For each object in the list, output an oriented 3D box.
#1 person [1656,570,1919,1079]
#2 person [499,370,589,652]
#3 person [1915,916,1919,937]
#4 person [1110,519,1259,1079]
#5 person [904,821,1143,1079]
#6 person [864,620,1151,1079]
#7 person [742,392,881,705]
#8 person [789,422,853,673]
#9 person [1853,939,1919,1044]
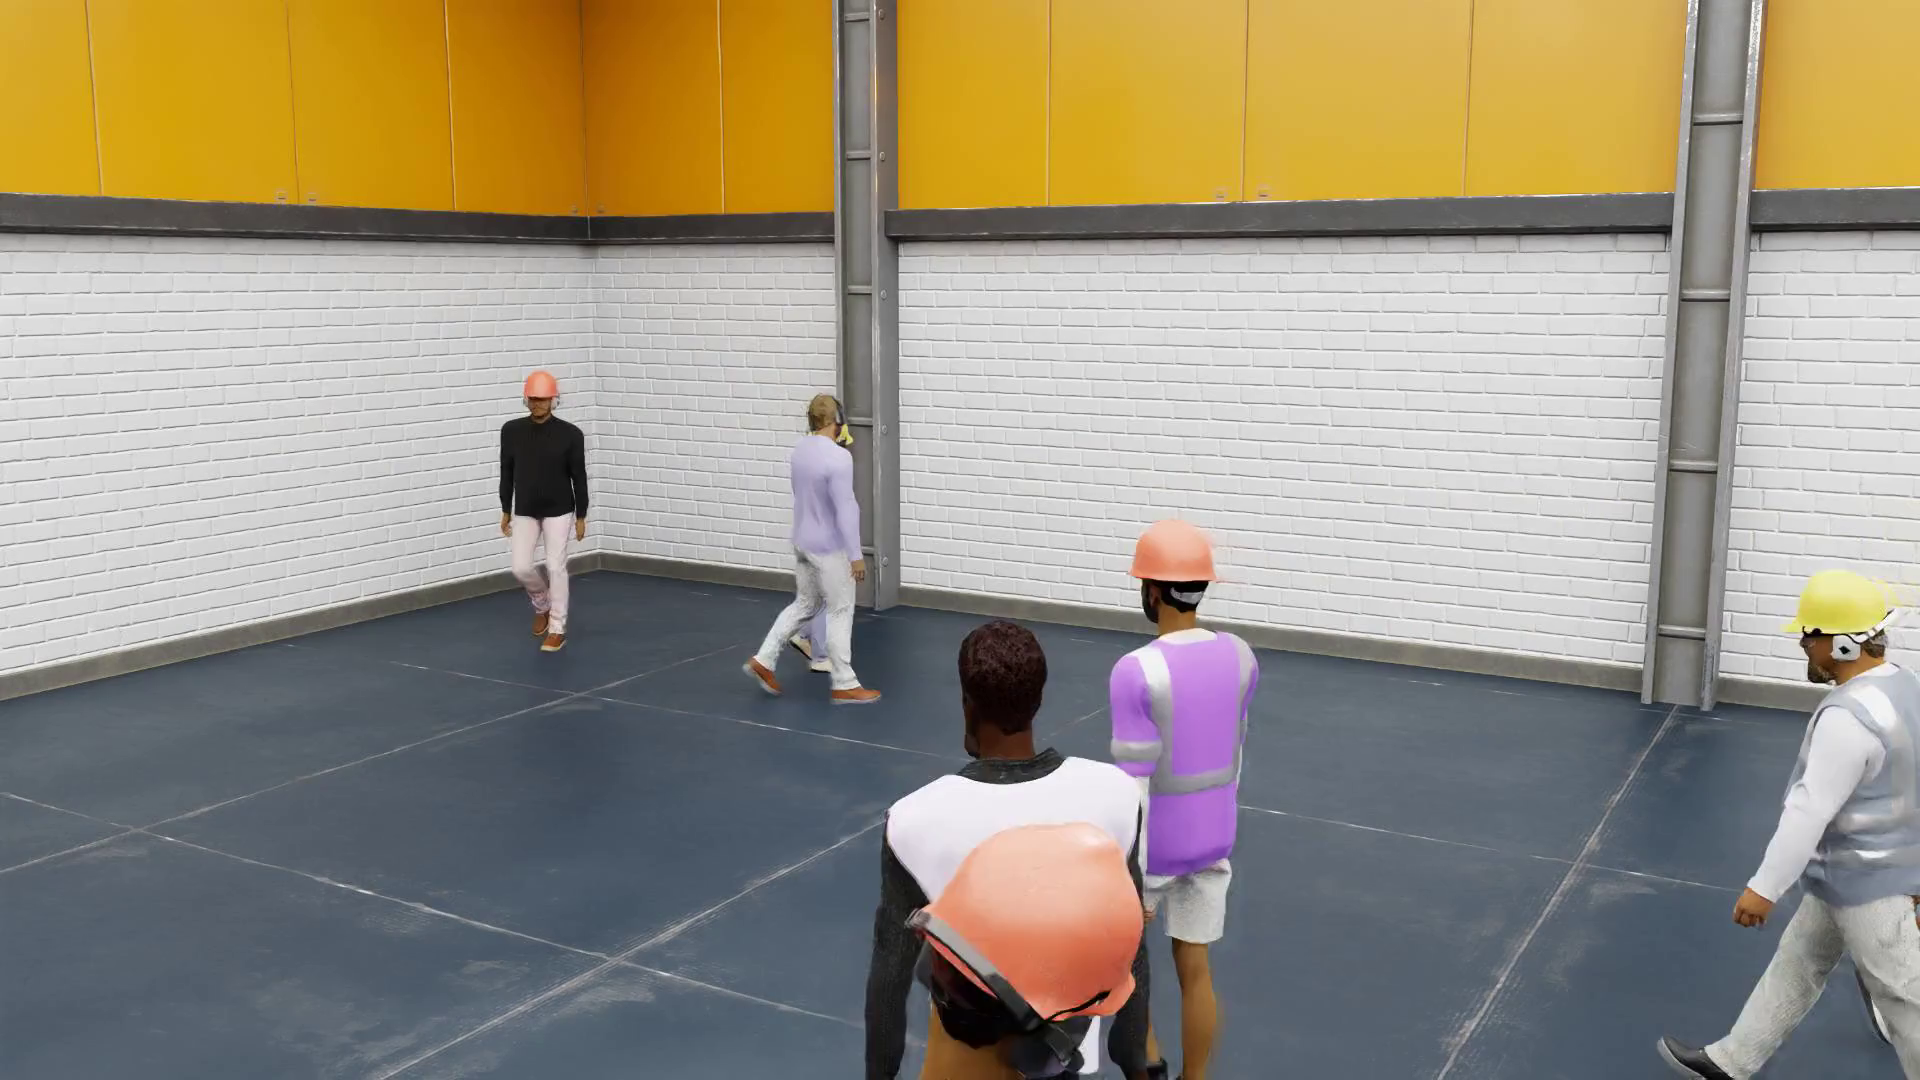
[{"bbox_3d":[2.631,0.976,4.976,0.956,1.773,0.608,7,12,38],"label":"person"},{"bbox_3d":[-2.921,-0.209,11.703,0.642,1.977,0.492,1,9,5],"label":"person"},{"bbox_3d":[3.829,0.813,5.837,0.501,1.815,0.969,-6,11,-34],"label":"person"},{"bbox_3d":[0.637,0.889,5.032,0.561,1.919,0.419,-5,10,-29],"label":"person"},{"bbox_3d":[-0.040,1.330,2.137,0.708,2.004,0.545,0,9,0],"label":"person"},{"bbox_3d":[0.070,1.107,3.743,0.630,1.895,0.691,-4,10,-24],"label":"person"},{"bbox_3d":[-0.884,0.070,10.155,0.711,1.931,0.705,-5,10,-28],"label":"person"},{"bbox_3d":[-0.883,0.034,10.910,0.395,1.737,0.539,0,9,0],"label":"person"},{"bbox_3d":[3.377,0.863,5.296,0.829,1.900,0.591,7,12,38],"label":"person"}]
